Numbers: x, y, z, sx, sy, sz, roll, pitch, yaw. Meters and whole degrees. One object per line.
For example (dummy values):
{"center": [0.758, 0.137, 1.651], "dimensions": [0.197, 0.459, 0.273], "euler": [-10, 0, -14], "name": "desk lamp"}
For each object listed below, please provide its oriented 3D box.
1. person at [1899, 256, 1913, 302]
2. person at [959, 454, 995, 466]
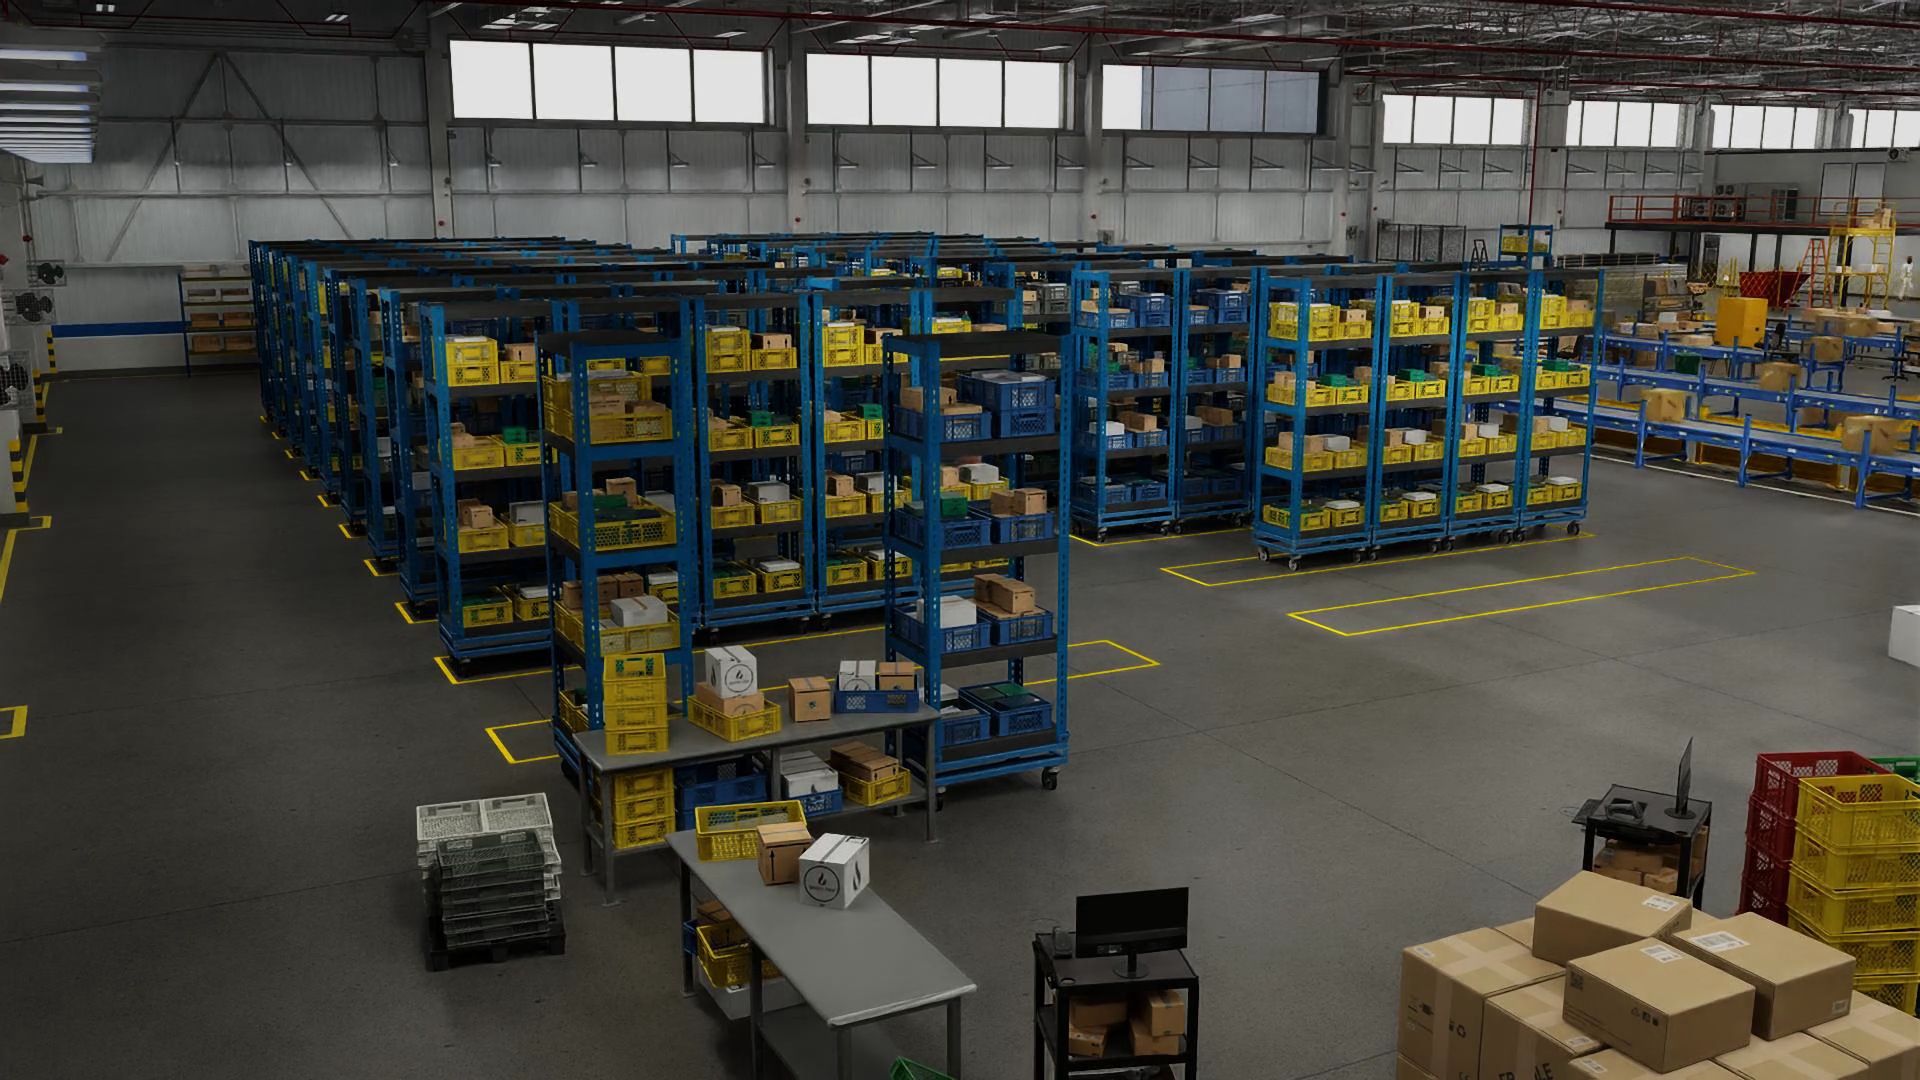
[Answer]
{"center": [38.153, -10.477, 66.895], "dimensions": [0.617, 1.860, 0.699], "euler": [-5, 13, -21], "name": "person"}
{"center": [0.177, -0.774, 21.287], "dimensions": [0.814, 1.972, 0.629], "euler": [11, 16, 42], "name": "person"}
